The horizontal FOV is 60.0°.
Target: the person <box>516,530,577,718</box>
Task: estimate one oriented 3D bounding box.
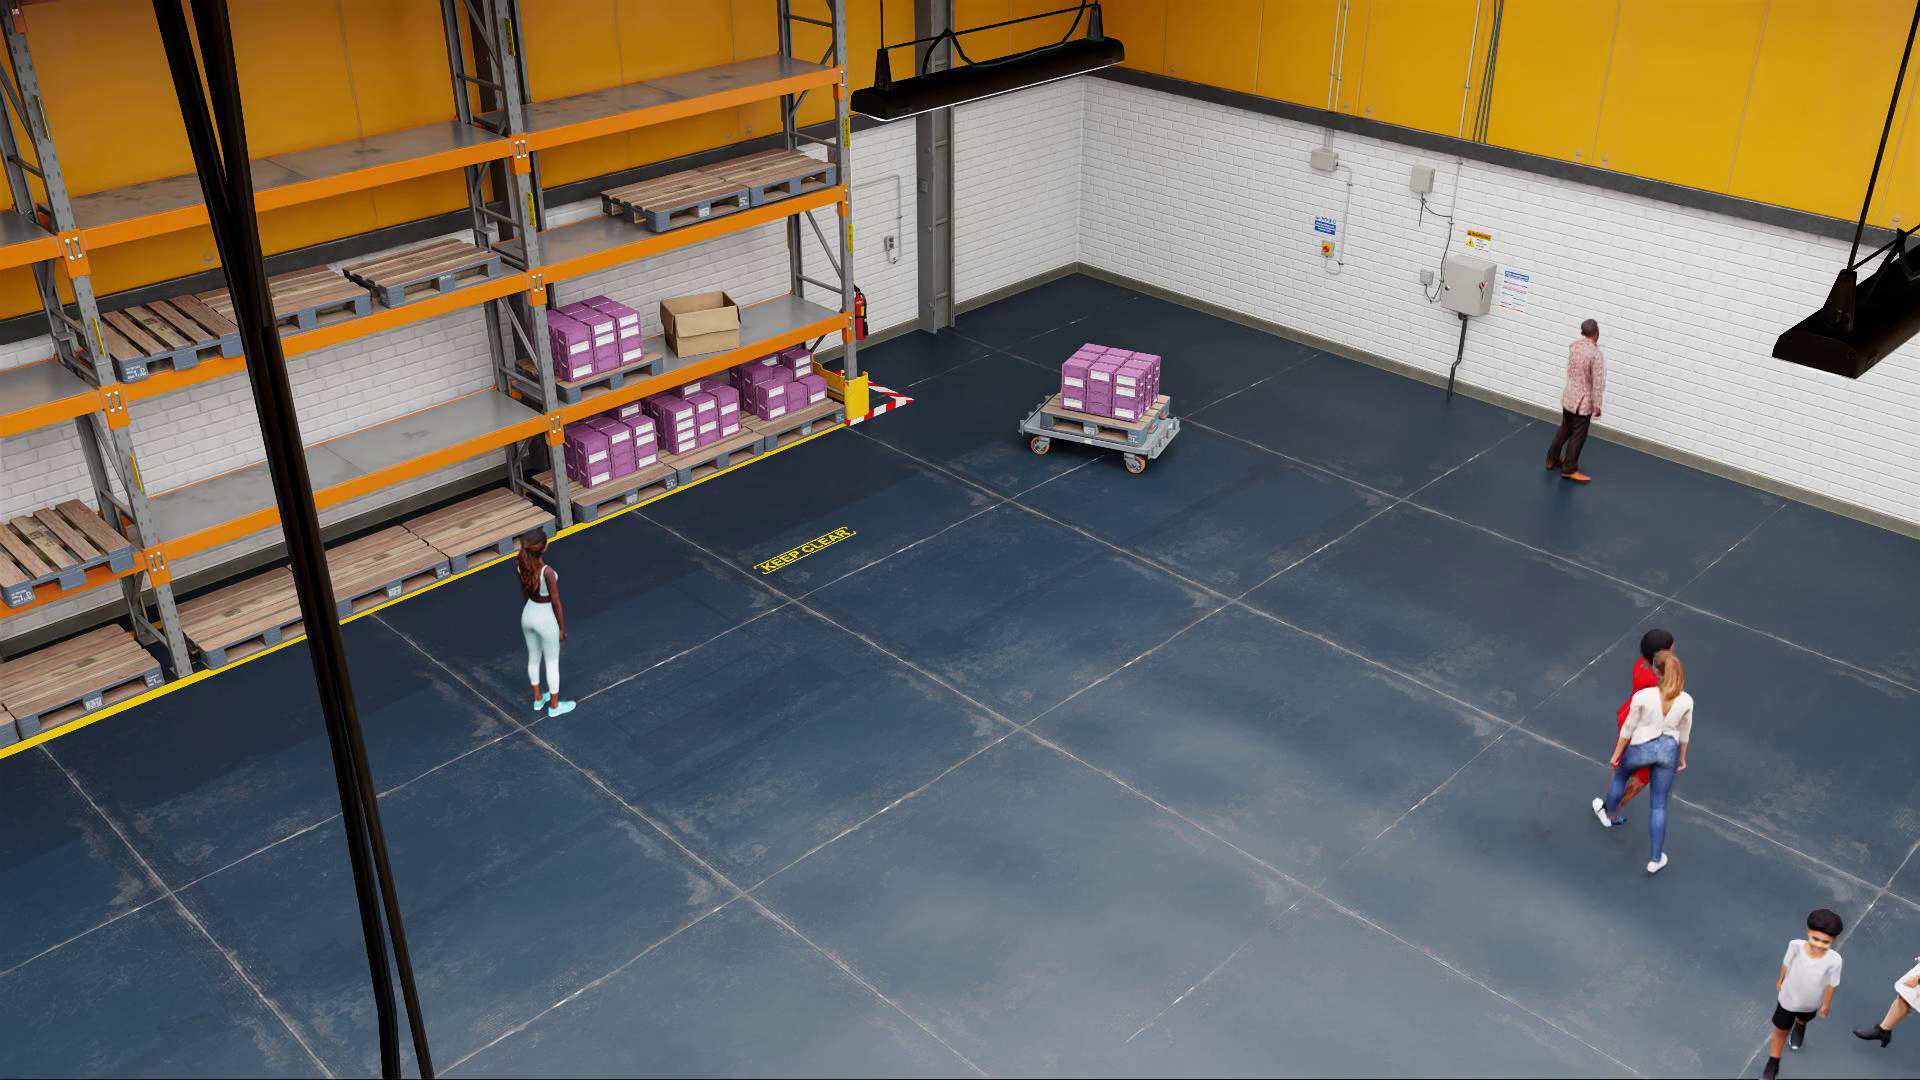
[{"bbox_3d":[-3.530,0.692,14.024,0.615,1.724,0.618,14,32,24],"label":"person"}]

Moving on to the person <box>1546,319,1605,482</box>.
[{"bbox_3d":[6.709,-1.512,17.994,0.823,1.792,0.824,2,29,3],"label":"person"}]

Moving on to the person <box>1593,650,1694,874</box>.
[{"bbox_3d":[5.121,1.652,12.310,1.065,1.682,1.153,6,29,11],"label":"person"}]

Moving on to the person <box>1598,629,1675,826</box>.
[{"bbox_3d":[5.063,1.448,12.629,0.765,1.734,0.703,1,29,1],"label":"person"}]

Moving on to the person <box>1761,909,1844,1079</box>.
[{"bbox_3d":[5.400,2.832,10.613,0.608,1.236,0.935,17,33,28],"label":"person"}]
